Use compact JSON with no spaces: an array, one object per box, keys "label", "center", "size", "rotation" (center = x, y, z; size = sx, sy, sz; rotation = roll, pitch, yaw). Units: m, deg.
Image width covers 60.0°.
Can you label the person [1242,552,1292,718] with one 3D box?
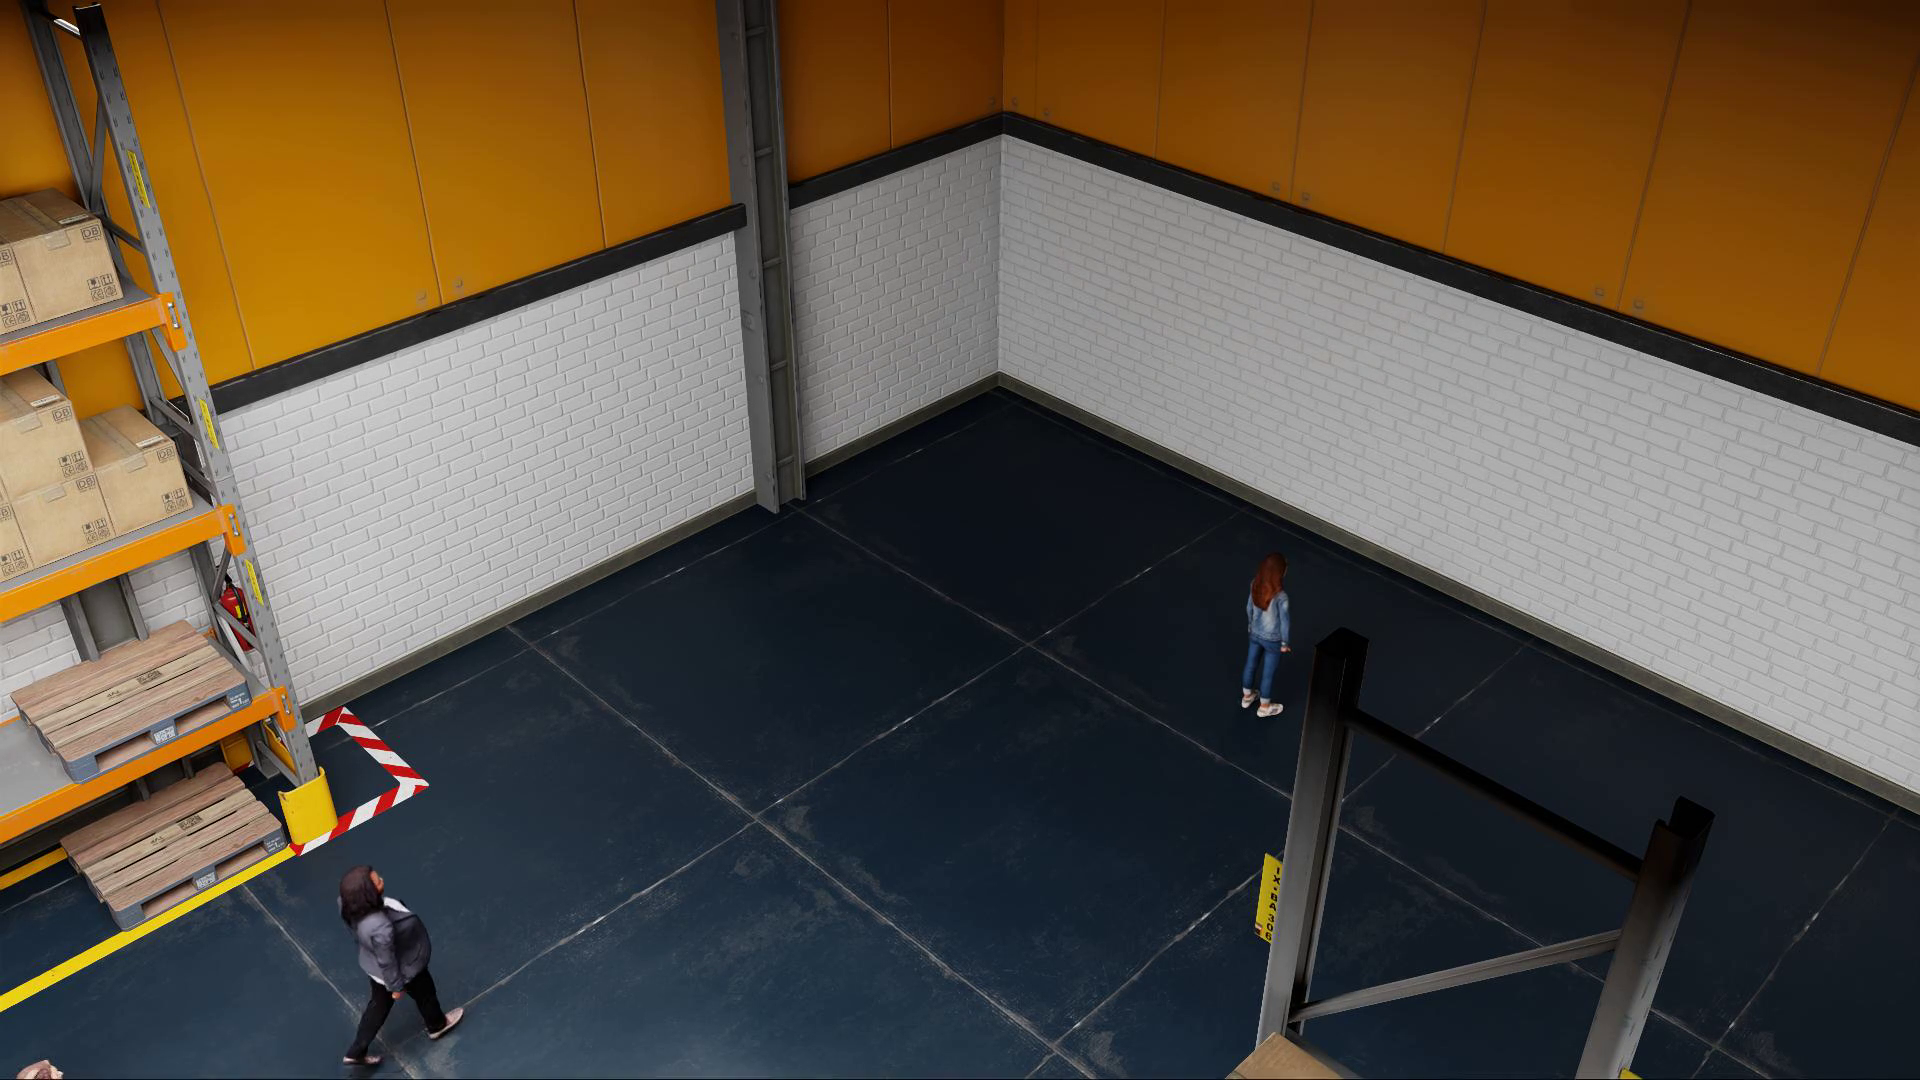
[{"label":"person","center":[2.399,0.738,13.042],"size":[0.523,1.477,0.582],"rotation":[-24,40,-31]}]

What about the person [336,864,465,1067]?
[{"label":"person","center":[-3.537,2.613,10.136],"size":[0.728,1.572,1.031],"rotation":[24,41,32]}]
